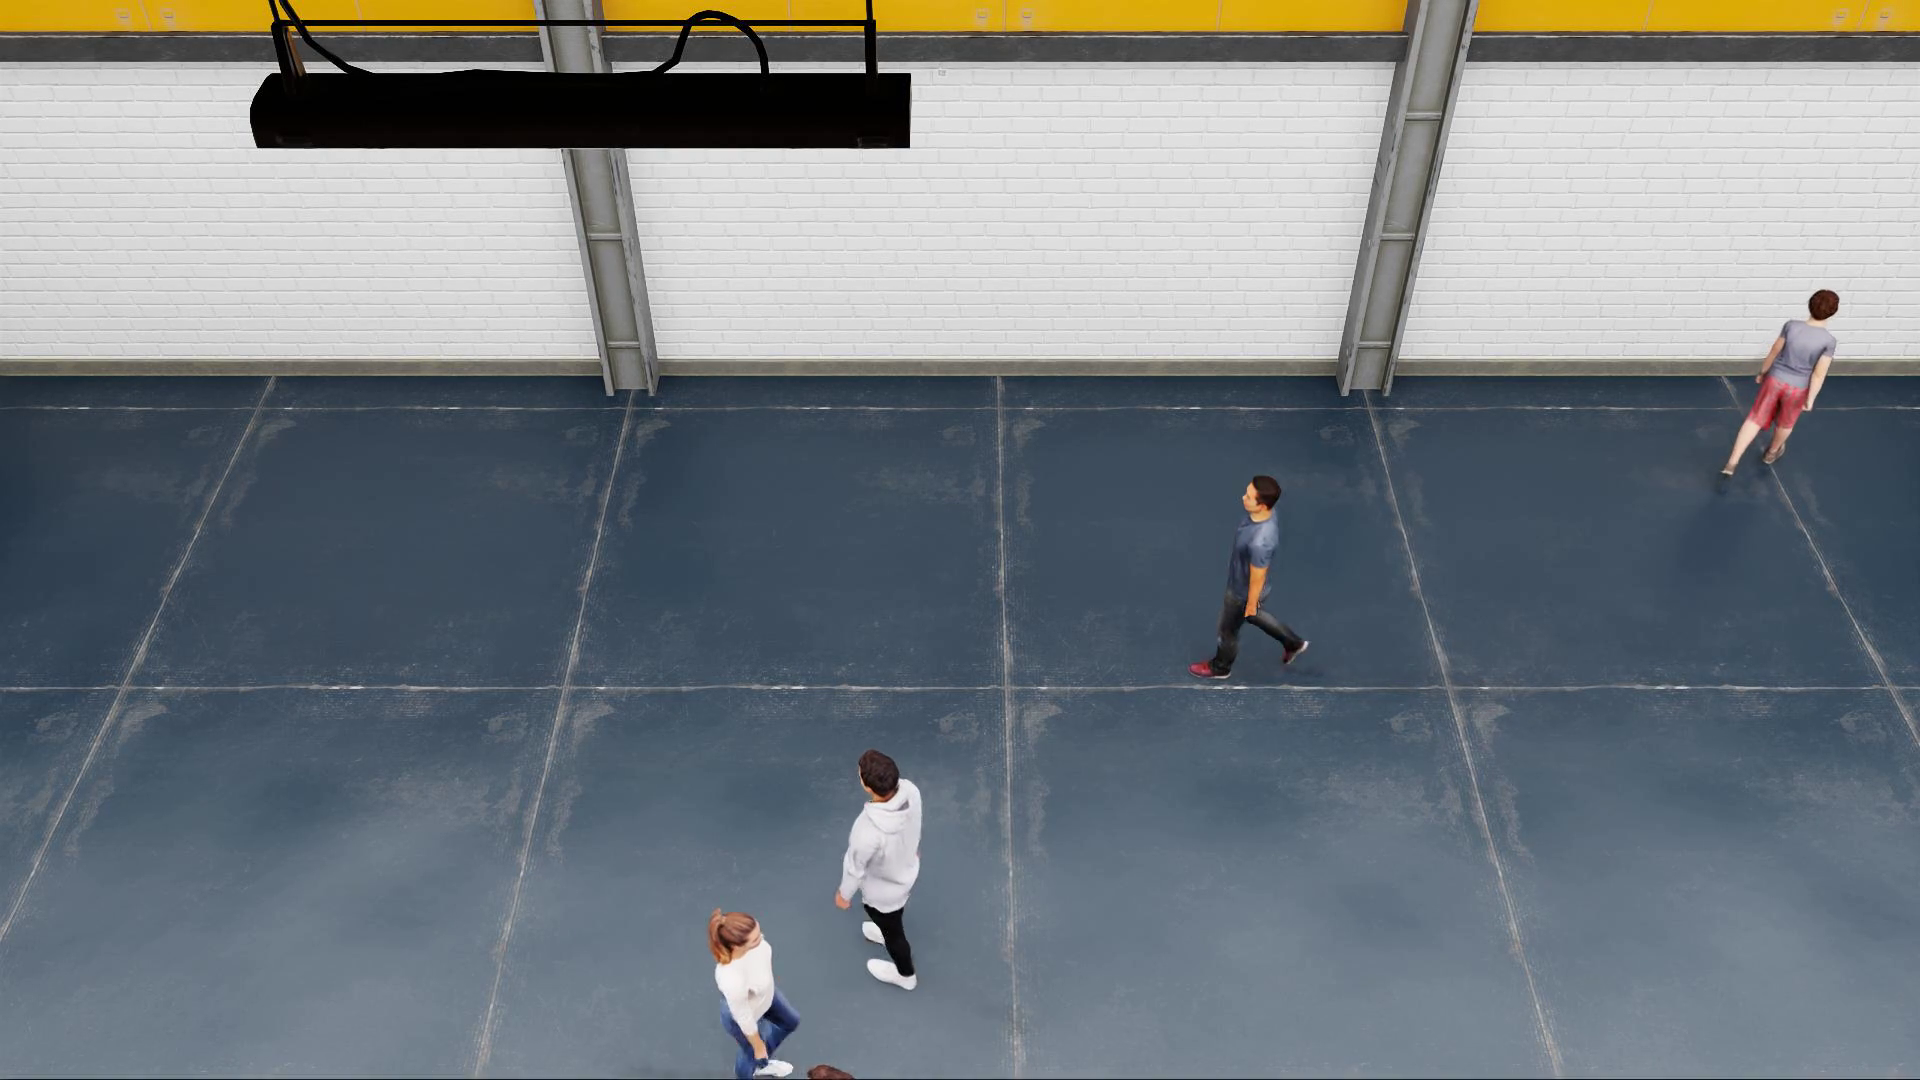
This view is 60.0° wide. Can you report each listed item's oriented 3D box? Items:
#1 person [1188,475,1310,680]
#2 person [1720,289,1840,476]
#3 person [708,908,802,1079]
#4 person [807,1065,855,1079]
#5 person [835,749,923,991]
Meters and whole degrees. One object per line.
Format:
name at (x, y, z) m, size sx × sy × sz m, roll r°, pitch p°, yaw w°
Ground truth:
person at (1.952, 0.268, 10.755) m, size 1.045 × 1.792 × 0.755 m, roll 5°, pitch 44°, yaw 6°
person at (6.088, -1.109, 12.322) m, size 1.041 × 1.626 × 1.076 m, roll 31°, pitch 52°, yaw 29°
person at (-1.167, 2.410, 8.567) m, size 0.596 × 1.709 × 0.632 m, roll 1°, pitch 44°, yaw 1°
person at (-0.506, 3.007, 7.756) m, size 0.696 × 1.964 × 0.709 m, roll 18°, pitch 46°, yaw 18°
person at (-0.315, 1.850, 9.007) m, size 0.842 × 1.914 × 0.814 m, roll 18°, pitch 47°, yaw 18°
